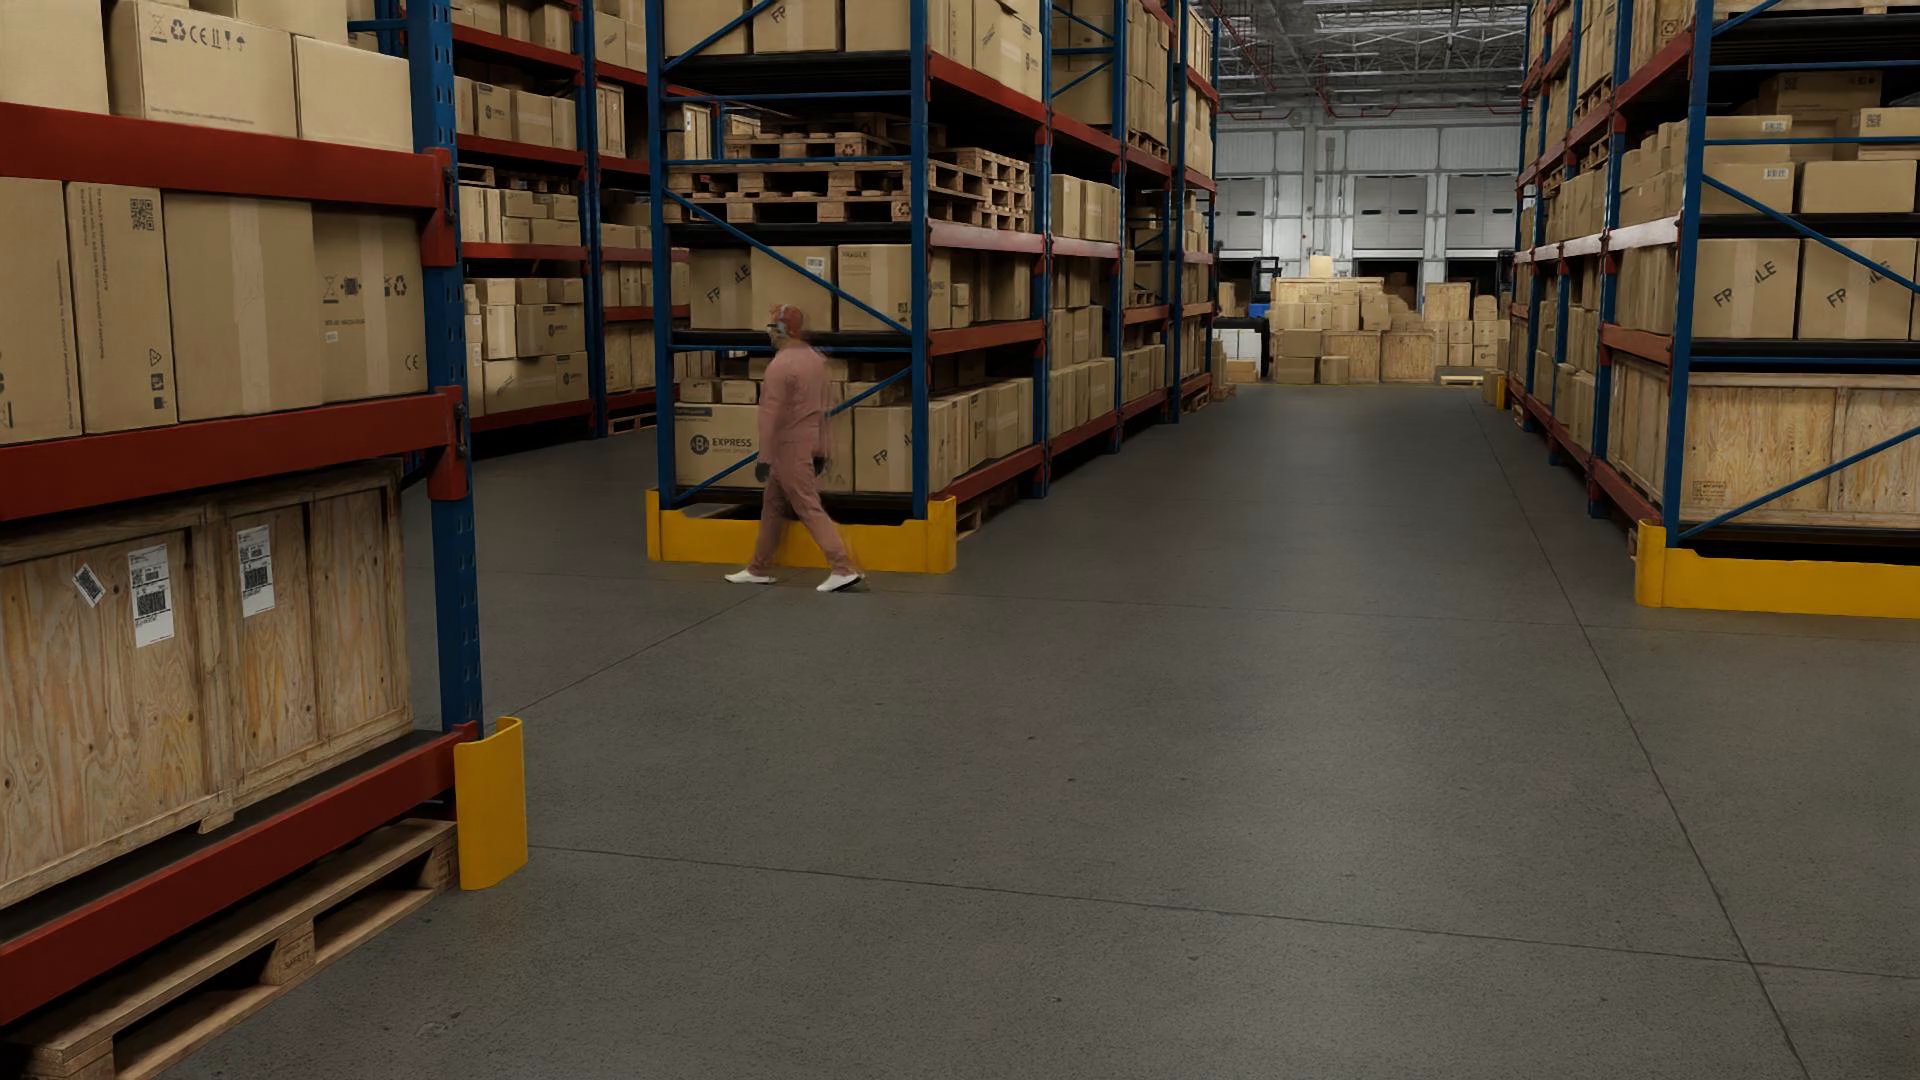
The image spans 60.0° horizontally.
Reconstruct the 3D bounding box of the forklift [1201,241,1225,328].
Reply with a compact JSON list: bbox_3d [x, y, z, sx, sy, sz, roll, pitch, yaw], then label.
[{"bbox_3d":[5.514,-5.152,36.503,1.873,2.768,1.129,2,9,14],"label":"forklift"}]

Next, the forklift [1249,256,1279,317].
[{"bbox_3d":[11.321,-9.114,61.676,1.129,2.768,1.873,2,9,15],"label":"forklift"}]

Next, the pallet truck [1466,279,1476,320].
[{"bbox_3d":[18.896,-8.459,60.307,1.885,1.965,0.823,5,10,31],"label":"pallet truck"}]

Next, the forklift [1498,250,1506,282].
[{"bbox_3d":[15.915,-6.937,47.846,1.129,2.768,1.873,1,9,8],"label":"forklift"}]

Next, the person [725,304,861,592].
[{"bbox_3d":[-1.071,-0.590,10.763,0.977,1.865,0.659,2,9,14],"label":"person"}]
